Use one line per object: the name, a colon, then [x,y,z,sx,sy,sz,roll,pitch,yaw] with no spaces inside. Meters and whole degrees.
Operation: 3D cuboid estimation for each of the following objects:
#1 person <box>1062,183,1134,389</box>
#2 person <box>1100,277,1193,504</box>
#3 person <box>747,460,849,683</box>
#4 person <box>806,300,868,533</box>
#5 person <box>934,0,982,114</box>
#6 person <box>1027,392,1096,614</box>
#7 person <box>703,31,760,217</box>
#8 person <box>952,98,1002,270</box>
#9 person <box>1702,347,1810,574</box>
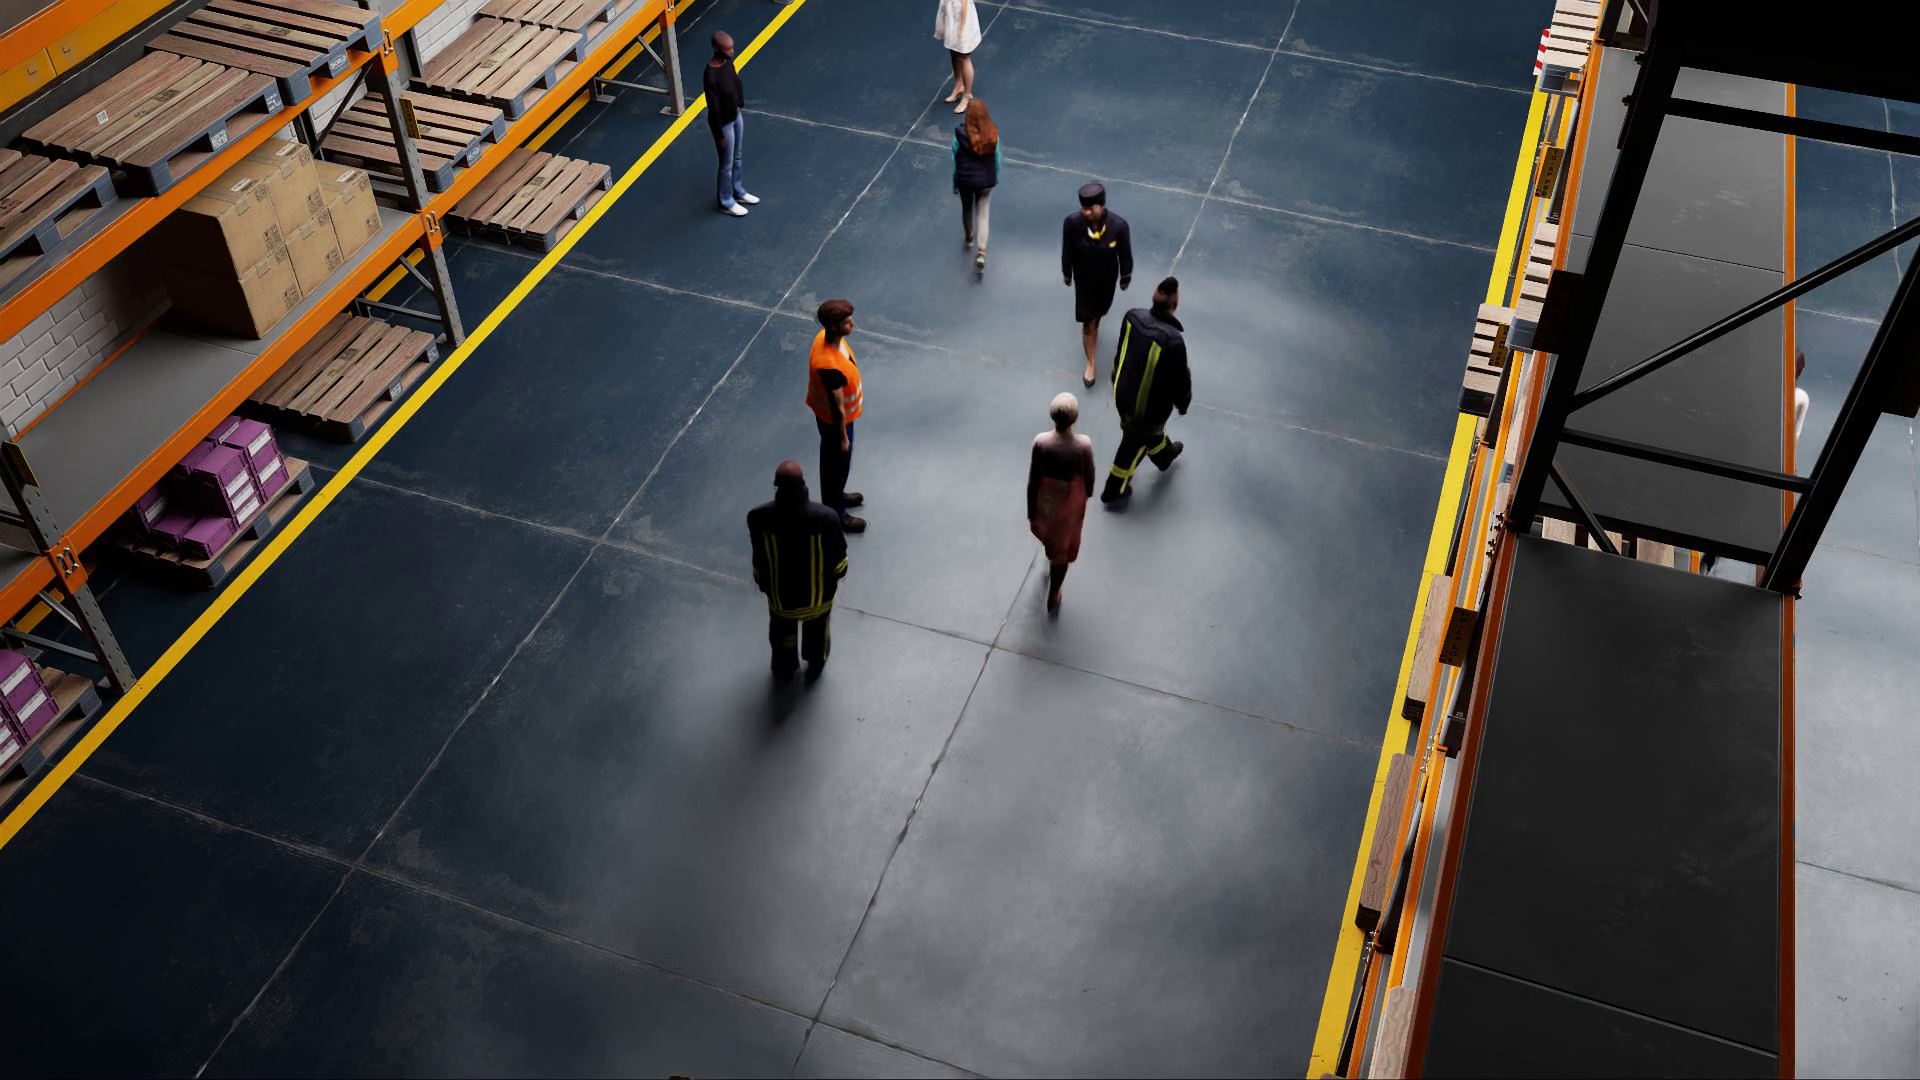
person: [1.070,-2.076,13.006,0.895,1.632,1.172,3,44,3]
person: [1.244,-1.002,11.737,1.242,1.828,1.127,-27,50,-26]
person: [-1.007,0.235,10.447,0.850,1.816,0.859,3,44,3]
person: [-0.869,-0.876,11.567,0.853,1.880,0.734,-5,44,-5]
person: [-0.025,-4.963,15.936,0.835,1.771,0.777,-18,47,-18]
person: [0.650,-0.193,11.007,0.663,1.663,0.982,9,44,10]
person: [-2.066,-3.667,14.595,0.661,1.744,0.486,12,45,13]
person: [0.140,-2.994,14.087,0.789,1.471,1.027,-1,44,-1]
person: [5.319,-0.480,11.236,0.654,1.762,1.014,17,46,17]
